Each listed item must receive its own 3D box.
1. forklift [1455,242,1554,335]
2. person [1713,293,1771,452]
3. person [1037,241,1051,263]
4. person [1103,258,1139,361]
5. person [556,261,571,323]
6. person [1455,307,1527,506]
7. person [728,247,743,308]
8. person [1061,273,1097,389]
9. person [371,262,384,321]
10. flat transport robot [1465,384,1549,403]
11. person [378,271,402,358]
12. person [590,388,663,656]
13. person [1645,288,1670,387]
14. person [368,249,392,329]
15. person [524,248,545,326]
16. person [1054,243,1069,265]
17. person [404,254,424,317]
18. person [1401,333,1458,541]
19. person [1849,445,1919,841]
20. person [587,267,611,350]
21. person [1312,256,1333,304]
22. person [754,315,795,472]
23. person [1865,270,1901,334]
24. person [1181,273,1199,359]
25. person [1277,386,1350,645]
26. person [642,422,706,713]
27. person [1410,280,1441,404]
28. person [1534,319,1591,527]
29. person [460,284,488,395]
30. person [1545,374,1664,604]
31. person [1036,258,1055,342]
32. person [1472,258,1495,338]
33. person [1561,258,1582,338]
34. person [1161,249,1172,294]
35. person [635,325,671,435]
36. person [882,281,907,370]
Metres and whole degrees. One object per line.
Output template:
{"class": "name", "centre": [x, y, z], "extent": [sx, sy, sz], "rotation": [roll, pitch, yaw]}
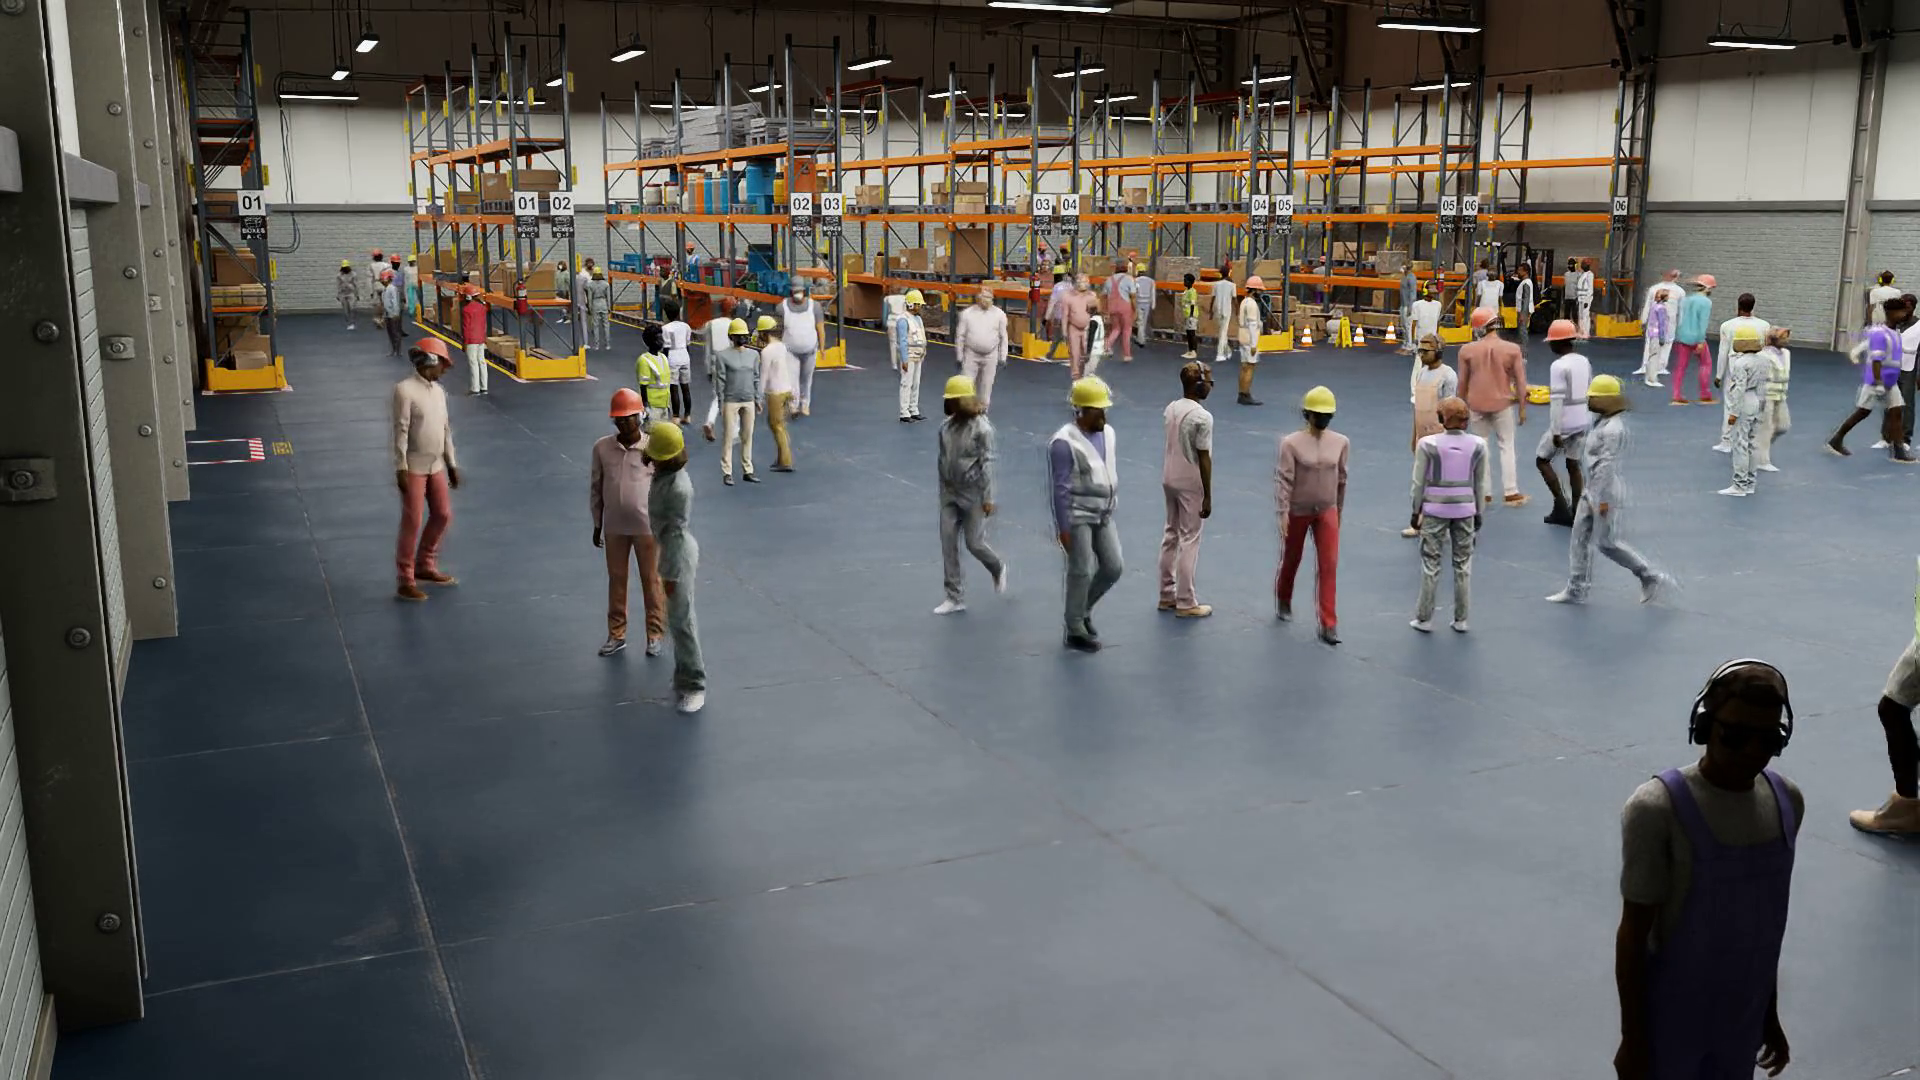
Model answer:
{"class": "forklift", "centre": [13.047, -6.049, 39.881], "extent": [2.313, 2.155, 1.214], "rotation": [-5, 12, -23]}
{"class": "person", "centre": [9.418, -2.010, 20.058], "extent": [0.591, 1.919, 0.392], "rotation": [0, 11, 0]}
{"class": "person", "centre": [2.392, -7.670, 48.507], "extent": [0.608, 2.044, 0.372], "rotation": [-5, 12, -25]}
{"class": "person", "centre": [3.153, -4.509, 32.447], "extent": [0.696, 2.000, 0.614], "rotation": [10, 15, 40]}
{"class": "person", "centre": [-10.419, -6.510, 43.645], "extent": [0.505, 1.635, 0.277], "rotation": [8, 14, 35]}
{"class": "person", "centre": [5.271, -1.323, 16.498], "extent": [0.710, 1.956, 0.386], "rotation": [3, 12, 15]}
{"class": "person", "centre": [-6.935, -8.057, 50.947], "extent": [0.785, 1.867, 0.588], "rotation": [10, 15, 42]}
{"class": "person", "centre": [1.969, -3.437, 27.389], "extent": [0.687, 1.888, 0.446], "rotation": [-2, 11, -10]}
{"class": "person", "centre": [-15.405, -6.587, 44.098], "extent": [0.527, 1.616, 0.457], "rotation": [4, 12, 17]}
{"class": "flat transport robot", "centre": [8.514, -2.295, 25.708], "extent": [0.652, 0.197, 1.431], "rotation": [-11, 15, -43]}
{"class": "person", "centre": [-11.354, -4.492, 33.217], "extent": [0.351, 1.708, 0.645], "rotation": [-8, 14, -34]}
{"class": "person", "centre": [-2.142, -0.113, 10.834], "extent": [0.562, 1.753, 0.327], "rotation": [1, 11, 7]}
{"class": "person", "centre": [11.618, -3.370, 27.704], "extent": [0.312, 1.631, 0.516], "rotation": [2, 11, 11]}
{"class": "person", "centre": [-14.464, -6.260, 41.525], "extent": [0.643, 1.976, 1.033], "rotation": [2, 11, 9]}
{"class": "person", "centre": [-10.830, -6.485, 42.646], "extent": [0.657, 1.973, 0.438], "rotation": [-7, 13, -32]}
{"class": "person", "centre": [2.888, -7.324, 46.788], "extent": [0.644, 2.022, 0.641], "rotation": [-5, 12, -25]}
{"class": "person", "centre": [-15.273, -7.131, 46.591], "extent": [0.516, 1.732, 0.837], "rotation": [-1, 11, -3]}
{"class": "person", "centre": [4.147, -0.900, 14.628], "extent": [0.345, 1.840, 0.502], "rotation": [-5, 12, -23]}
{"class": "person", "centre": [4.388, 0.397, 7.541], "extent": [0.653, 2.022, 0.530], "rotation": [-10, 15, -41]}
{"class": "person", "centre": [-7.638, -4.896, 35.196], "extent": [0.484, 1.735, 0.310], "rotation": [-4, 12, -20]}
{"class": "person", "centre": [9.564, -6.608, 43.847], "extent": [0.571, 1.749, 0.343], "rotation": [6, 13, 30]}
{"class": "person", "centre": [-2.055, -1.629, 18.564], "extent": [0.490, 1.739, 0.594], "rotation": [4, 12, 21]}
{"class": "person", "centre": [16.299, -3.821, 29.397], "extent": [0.532, 1.865, 0.310], "rotation": [4, 12, 18]}
{"class": "person", "centre": [4.560, -4.438, 32.990], "extent": [0.322, 1.691, 0.532], "rotation": [-1, 11, -7]}
{"class": "person", "centre": [2.402, -0.211, 11.421], "extent": [0.525, 1.718, 0.919], "rotation": [-1, 11, -7]}
{"class": "person", "centre": [-1.698, 0.131, 9.743], "extent": [0.323, 1.699, 0.641], "rotation": [-4, 12, -20]}
{"class": "person", "centre": [7.069, -2.998, 25.203], "extent": [0.532, 1.870, 0.319], "rotation": [-4, 12, -20]}
{"class": "person", "centre": [5.550, -1.058, 15.237], "extent": [0.565, 1.910, 0.455], "rotation": [-7, 13, -31]}
{"class": "person", "centre": [-7.722, -3.177, 26.395], "extent": [0.318, 1.756, 0.562], "rotation": [3, 12, 16]}
{"class": "person", "centre": [4.751, -0.348, 12.137], "extent": [0.732, 1.723, 0.494], "rotation": [2, 11, 8]}
{"class": "person", "centre": [1.850, -5.113, 35.872], "extent": [0.651, 1.901, 0.403], "rotation": [-2, 11, -12]}
{"class": "person", "centre": [12.096, -5.589, 38.432], "extent": [0.508, 1.847, 0.345], "rotation": [5, 12, 24]}
{"class": "person", "centre": [13.916, -5.481, 37.862], "extent": [0.328, 1.861, 0.505], "rotation": [-6, 13, -28]}
{"class": "person", "centre": [6.295, -8.020, 50.987], "extent": [0.523, 1.769, 0.316], "rotation": [-5, 12, -25]}
{"class": "person", "centre": [-3.239, -1.432, 17.685], "extent": [0.315, 1.696, 0.541], "rotation": [3, 12, 17]}
{"class": "person", "centre": [-1.167, -3.941, 30.590], "extent": [0.539, 1.622, 0.388], "rotation": [-1, 11, -5]}
